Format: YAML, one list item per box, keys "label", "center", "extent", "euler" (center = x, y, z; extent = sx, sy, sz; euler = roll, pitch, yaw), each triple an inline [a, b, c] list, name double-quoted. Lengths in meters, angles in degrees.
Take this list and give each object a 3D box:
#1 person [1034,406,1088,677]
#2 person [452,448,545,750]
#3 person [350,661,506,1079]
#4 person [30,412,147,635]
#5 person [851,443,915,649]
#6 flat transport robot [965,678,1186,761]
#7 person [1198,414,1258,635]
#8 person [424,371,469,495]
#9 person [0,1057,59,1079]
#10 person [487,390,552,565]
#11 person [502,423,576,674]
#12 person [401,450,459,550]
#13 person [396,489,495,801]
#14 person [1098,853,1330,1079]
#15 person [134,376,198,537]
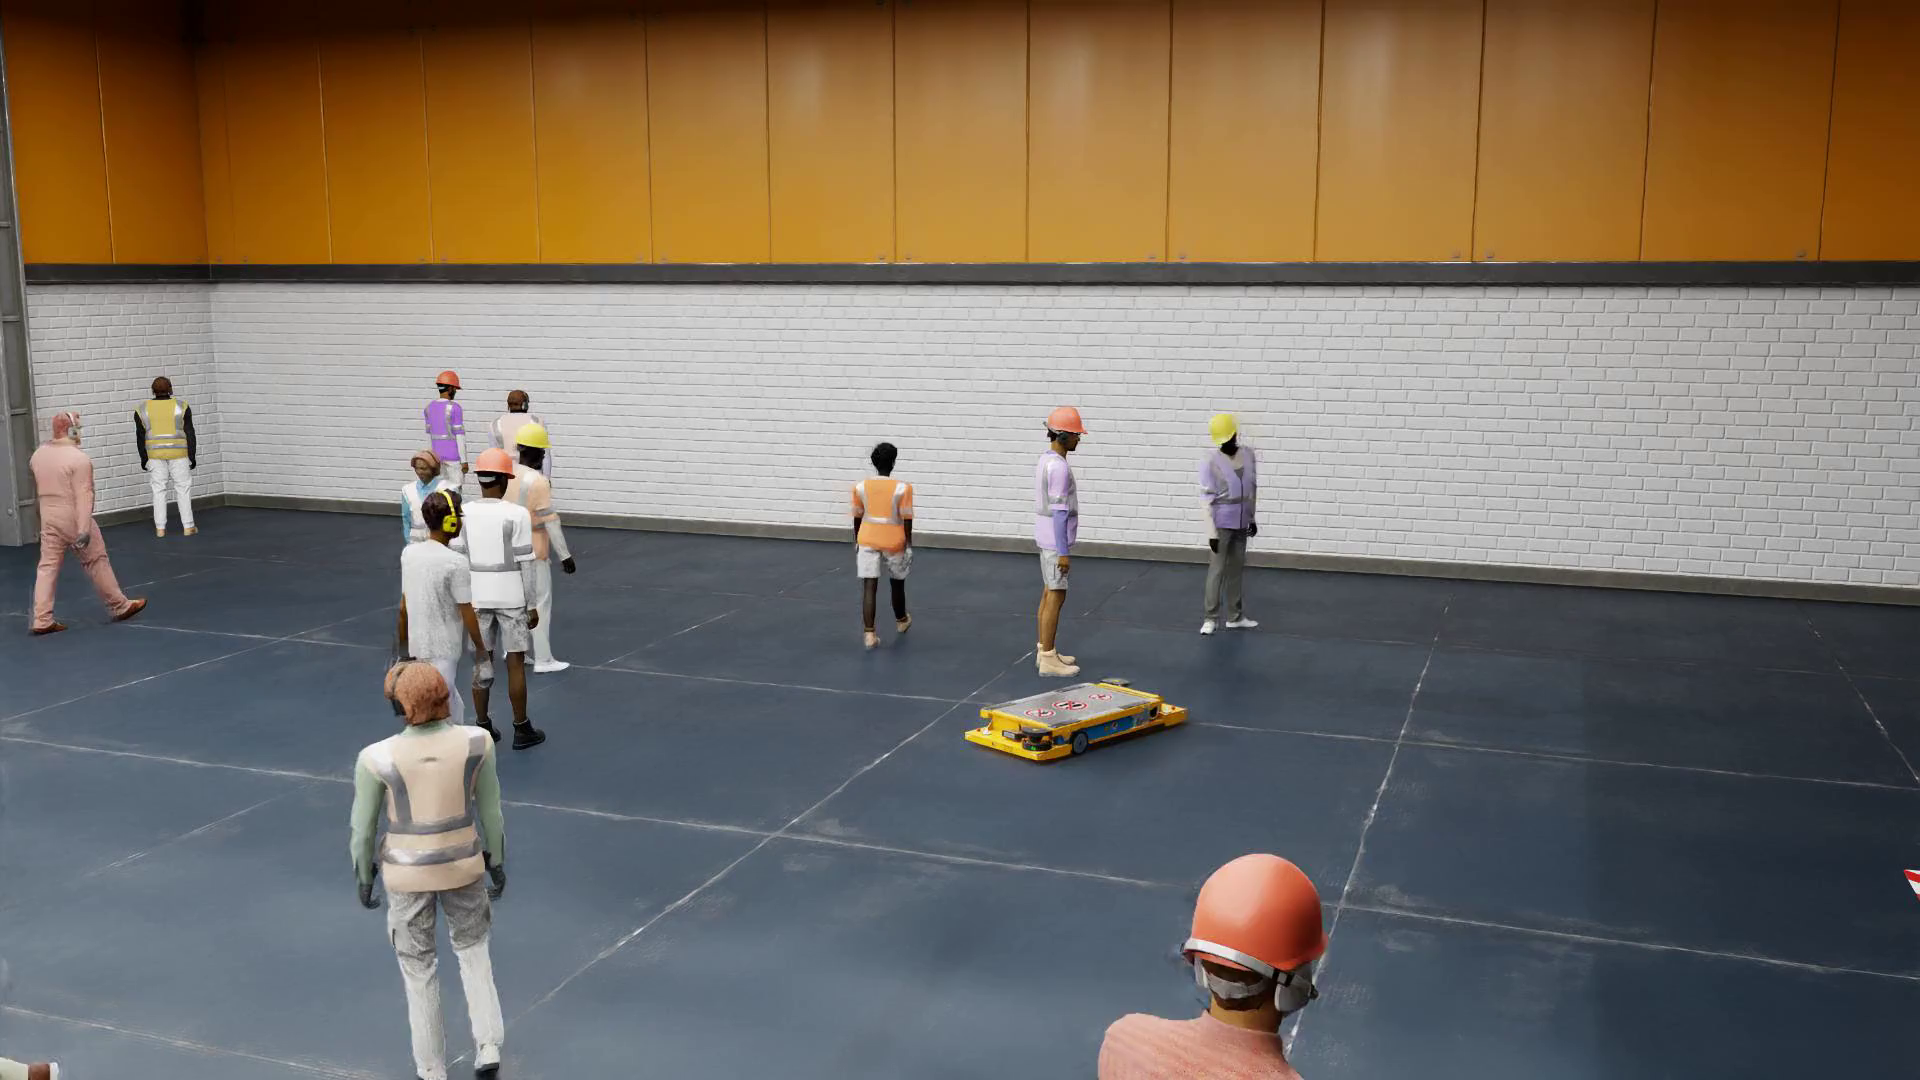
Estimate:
- label: "person"
  center: [0.764, 0.010, 12.534]
  extent: [0.396, 2.033, 0.609]
  euler: [-1, 9, -4]
- label: "person"
  center: [-2.933, 0.377, 10.578]
  extent: [0.543, 1.928, 0.372]
  euler: [1, 9, 9]
- label: "person"
  center: [-1.936, 1.250, 6.109]
  extent: [0.550, 1.618, 0.374]
  euler: [-6, 11, -31]
- label: "person"
  center: [-7.507, -0.162, 14.150]
  extent: [0.643, 1.857, 0.988]
  euler: [3, 10, 19]
- label: "person"
  center: [-0.613, 0.025, 13.595]
  extent: [0.549, 1.642, 0.858]
  euler: [2, 9, 13]
- label: "flat transport robot"
  center: [0.770, 1.156, 10.873]
  extent: [1.431, 0.197, 0.652]
  euler: [-9, 12, -43]
- label: "person"
  center: [2.299, -0.137, 13.957]
  extent: [0.732, 1.876, 0.381]
  euler: [-6, 11, -35]
- label: "person"
  center: [-5.748, -0.938, 18.740]
  extent: [0.543, 1.928, 0.372]
  euler: [5, 10, 27]
- label: "person"
  center: [-3.275, 1.277, 5.277]
  extent: [0.563, 1.841, 0.730]
  euler: [5, 10, 29]
- label: "person"
  center: [-4.491, -0.621, 17.059]
  extent: [0.621, 1.837, 0.429]
  euler: [0, 9, -2]
- label: "person"
  center: [-3.201, 0.072, 12.518]
  extent: [0.431, 1.911, 0.597]
  euler: [-8, 12, -40]
- label: "person"
  center: [-4.212, 0.090, 13.283]
  extent: [0.519, 1.623, 0.381]
  euler: [1, 9, 5]
- label: "person"
  center: [-2.824, 0.631, 9.280]
  extent: [0.555, 1.835, 0.829]
  euler: [7, 11, 35]
- label: "person"
  center: [0.565, 1.544, 3.254]
  extent: [0.625, 1.953, 0.942]
  euler: [8, 12, 40]
- label: "person"
  center: [-9.104, -0.957, 19.122]
  extent: [0.622, 1.846, 0.429]
  euler: [-3, 10, -16]
